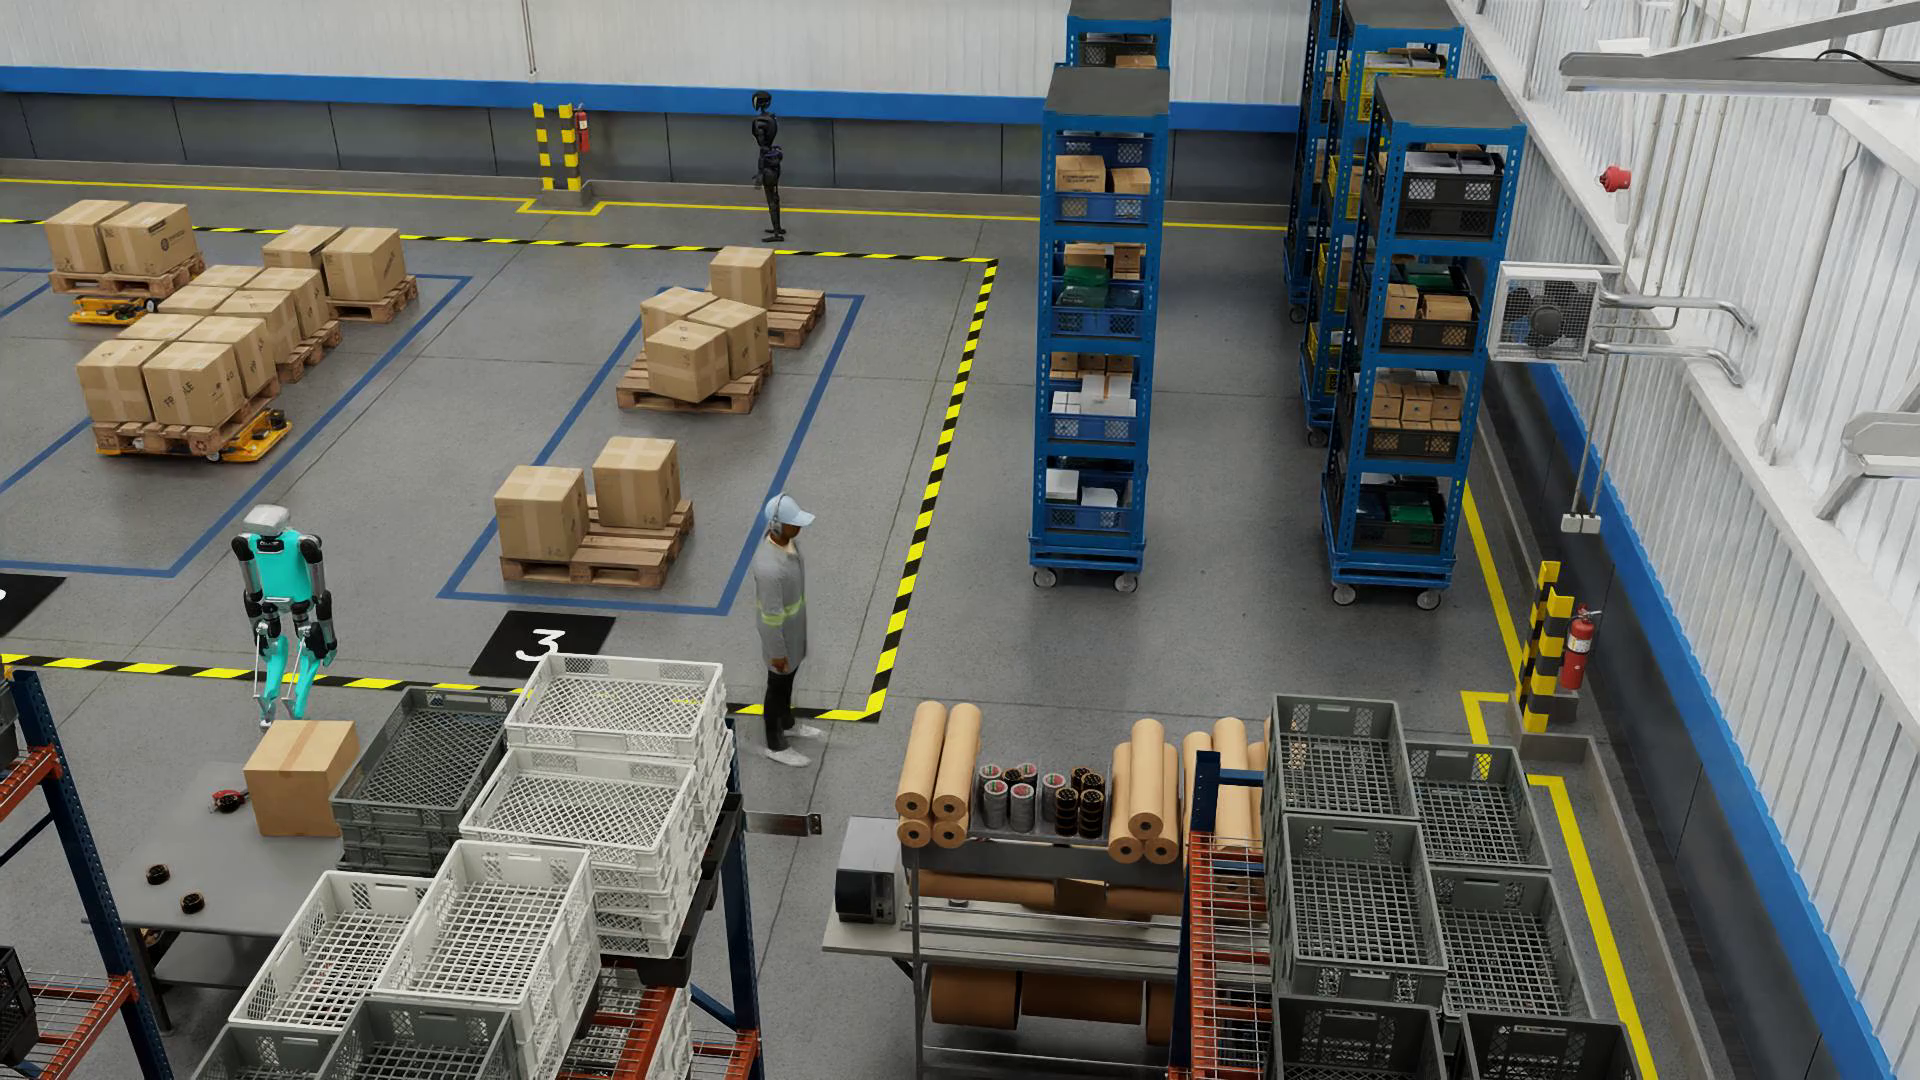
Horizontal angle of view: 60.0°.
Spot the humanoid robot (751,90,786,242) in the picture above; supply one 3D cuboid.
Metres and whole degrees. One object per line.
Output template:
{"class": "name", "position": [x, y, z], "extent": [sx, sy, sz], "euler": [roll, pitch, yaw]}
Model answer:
{"class": "humanoid robot", "position": [-2.124, -4.127, 18.347], "extent": [0.315, 1.657, 0.599], "euler": [2, 30, 4]}

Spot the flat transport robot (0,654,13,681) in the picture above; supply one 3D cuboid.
{"class": "flat transport robot", "position": [-7.142, 0.969, 11.010], "extent": [1.431, 0.231, 0.659], "euler": [3, 30, 6]}

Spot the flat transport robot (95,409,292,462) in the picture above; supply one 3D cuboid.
{"class": "flat transport robot", "position": [-6.566, -0.935, 14.252], "extent": [1.431, 0.197, 0.652], "euler": [3, 30, 6]}

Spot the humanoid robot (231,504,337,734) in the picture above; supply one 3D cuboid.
{"class": "humanoid robot", "position": [-4.067, 0.661, 9.945], "extent": [0.533, 1.677, 0.735], "euler": [3, 30, 5]}

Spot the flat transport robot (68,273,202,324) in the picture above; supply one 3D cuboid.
{"class": "flat transport robot", "position": [-8.457, -2.579, 17.075], "extent": [0.652, 0.197, 1.431], "euler": [3, 30, 6]}

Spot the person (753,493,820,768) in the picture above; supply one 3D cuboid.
{"class": "person", "position": [-1.044, 0.533, 10.184], "extent": [0.395, 1.850, 0.596], "euler": [3, 30, 6]}
